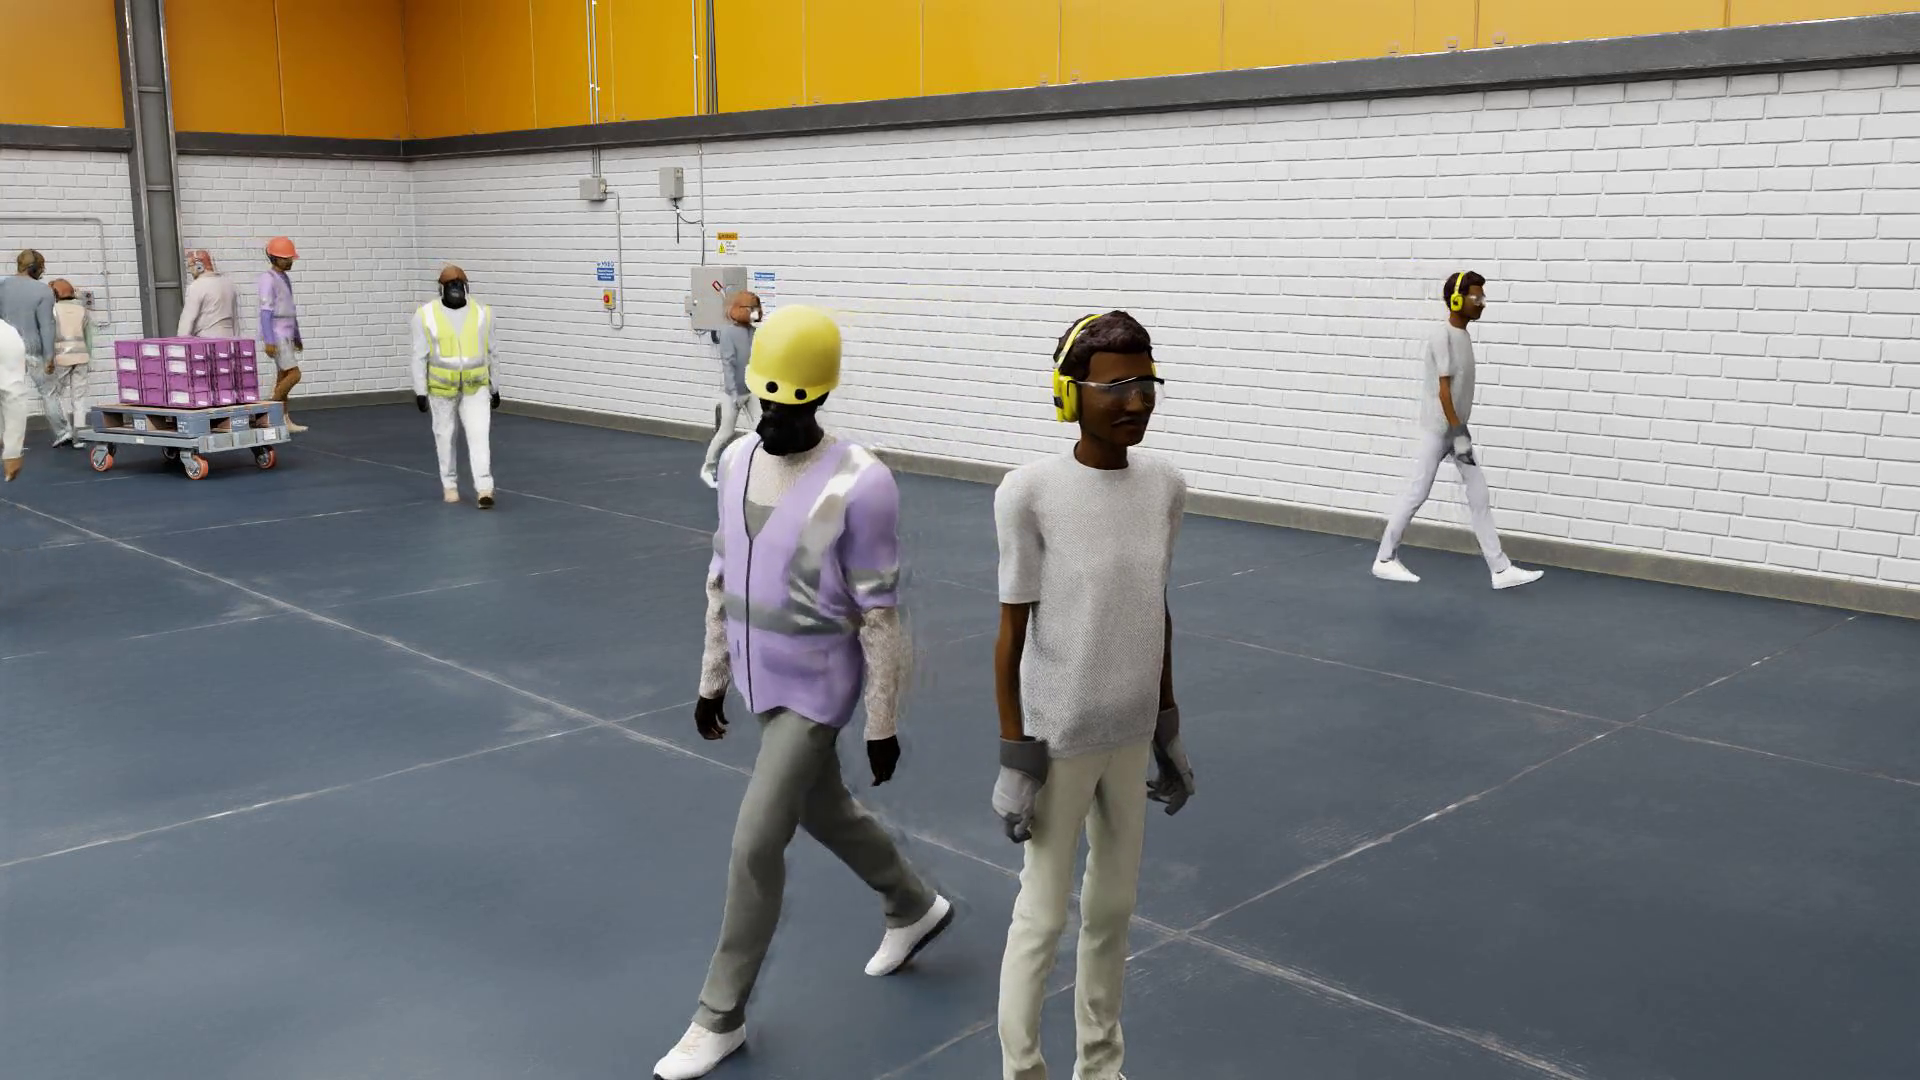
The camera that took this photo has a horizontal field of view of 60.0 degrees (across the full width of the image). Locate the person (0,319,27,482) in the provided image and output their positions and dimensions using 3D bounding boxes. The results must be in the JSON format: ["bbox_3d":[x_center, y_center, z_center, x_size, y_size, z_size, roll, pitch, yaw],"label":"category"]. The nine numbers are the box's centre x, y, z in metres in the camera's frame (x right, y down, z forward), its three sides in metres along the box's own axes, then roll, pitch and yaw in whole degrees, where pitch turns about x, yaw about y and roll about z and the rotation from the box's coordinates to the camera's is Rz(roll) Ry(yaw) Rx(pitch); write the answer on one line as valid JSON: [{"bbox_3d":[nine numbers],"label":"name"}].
[{"bbox_3d":[-5.098,-0.485,8.536,0.652,1.915,0.494,-1,10,-4],"label":"person"}]

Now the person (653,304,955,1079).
[{"bbox_3d":[-0.355,0.337,4.158,0.961,1.869,0.631,-10,14,-42],"label":"person"}]

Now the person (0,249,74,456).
[{"bbox_3d":[-8.553,-1.721,15.341,0.664,1.884,0.996,0,10,2],"label":"person"}]

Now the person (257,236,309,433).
[{"bbox_3d":[-6.850,-2.057,16.879,0.453,2.013,0.717,-1,10,-8],"label":"person"}]

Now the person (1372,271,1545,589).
[{"bbox_3d":[2.840,-0.615,9.529,0.990,1.815,0.517,9,14,39],"label":"person"}]

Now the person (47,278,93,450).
[{"bbox_3d":[-8.433,-1.658,15.715,0.412,1.614,0.538,7,13,34],"label":"person"}]

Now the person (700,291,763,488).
[{"bbox_3d":[-1.748,-1.171,13.153,0.844,1.594,0.501,9,13,39],"label":"person"}]

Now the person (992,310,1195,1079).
[{"bbox_3d":[0.295,0.443,3.597,0.517,1.871,0.324,-7,13,-34],"label":"person"}]

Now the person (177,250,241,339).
[{"bbox_3d":[-7.519,-1.932,16.532,0.726,1.872,0.639,1,10,4],"label":"person"}]

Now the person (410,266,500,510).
[{"bbox_3d":[-3.735,-1.128,12.378,0.654,1.786,0.974,-4,11,-22],"label":"person"}]
